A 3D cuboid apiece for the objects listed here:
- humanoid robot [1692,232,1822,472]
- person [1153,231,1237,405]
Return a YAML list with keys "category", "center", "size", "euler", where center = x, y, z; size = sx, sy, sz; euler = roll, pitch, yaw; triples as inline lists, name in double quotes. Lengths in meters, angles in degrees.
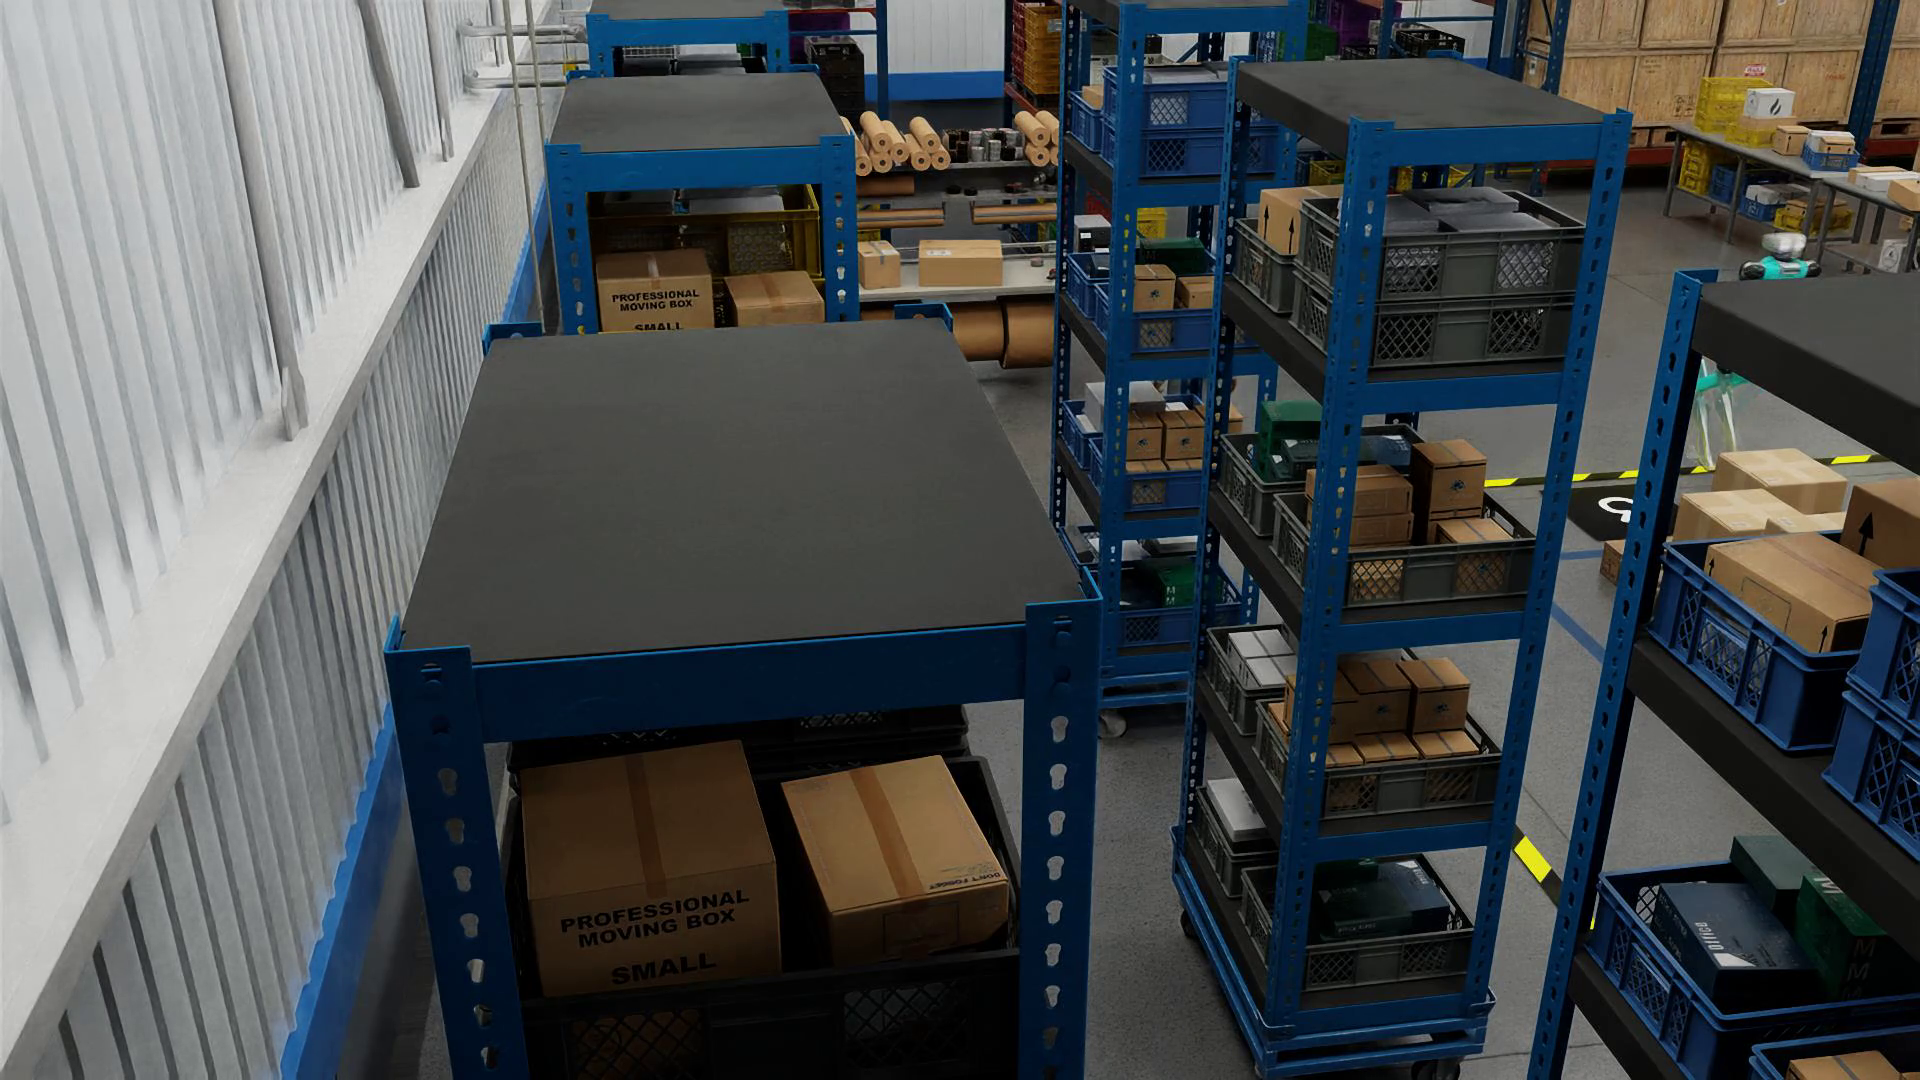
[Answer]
- category: "humanoid robot"
  center: [5.264, -1.307, 11.223]
  size: [0.533, 1.677, 0.735]
  euler: [-4, 25, -8]
- category: "person"
  center: [1.527, -1.100, 10.796]
  size: [0.589, 1.852, 0.399]
  euler: [-3, 25, -6]
